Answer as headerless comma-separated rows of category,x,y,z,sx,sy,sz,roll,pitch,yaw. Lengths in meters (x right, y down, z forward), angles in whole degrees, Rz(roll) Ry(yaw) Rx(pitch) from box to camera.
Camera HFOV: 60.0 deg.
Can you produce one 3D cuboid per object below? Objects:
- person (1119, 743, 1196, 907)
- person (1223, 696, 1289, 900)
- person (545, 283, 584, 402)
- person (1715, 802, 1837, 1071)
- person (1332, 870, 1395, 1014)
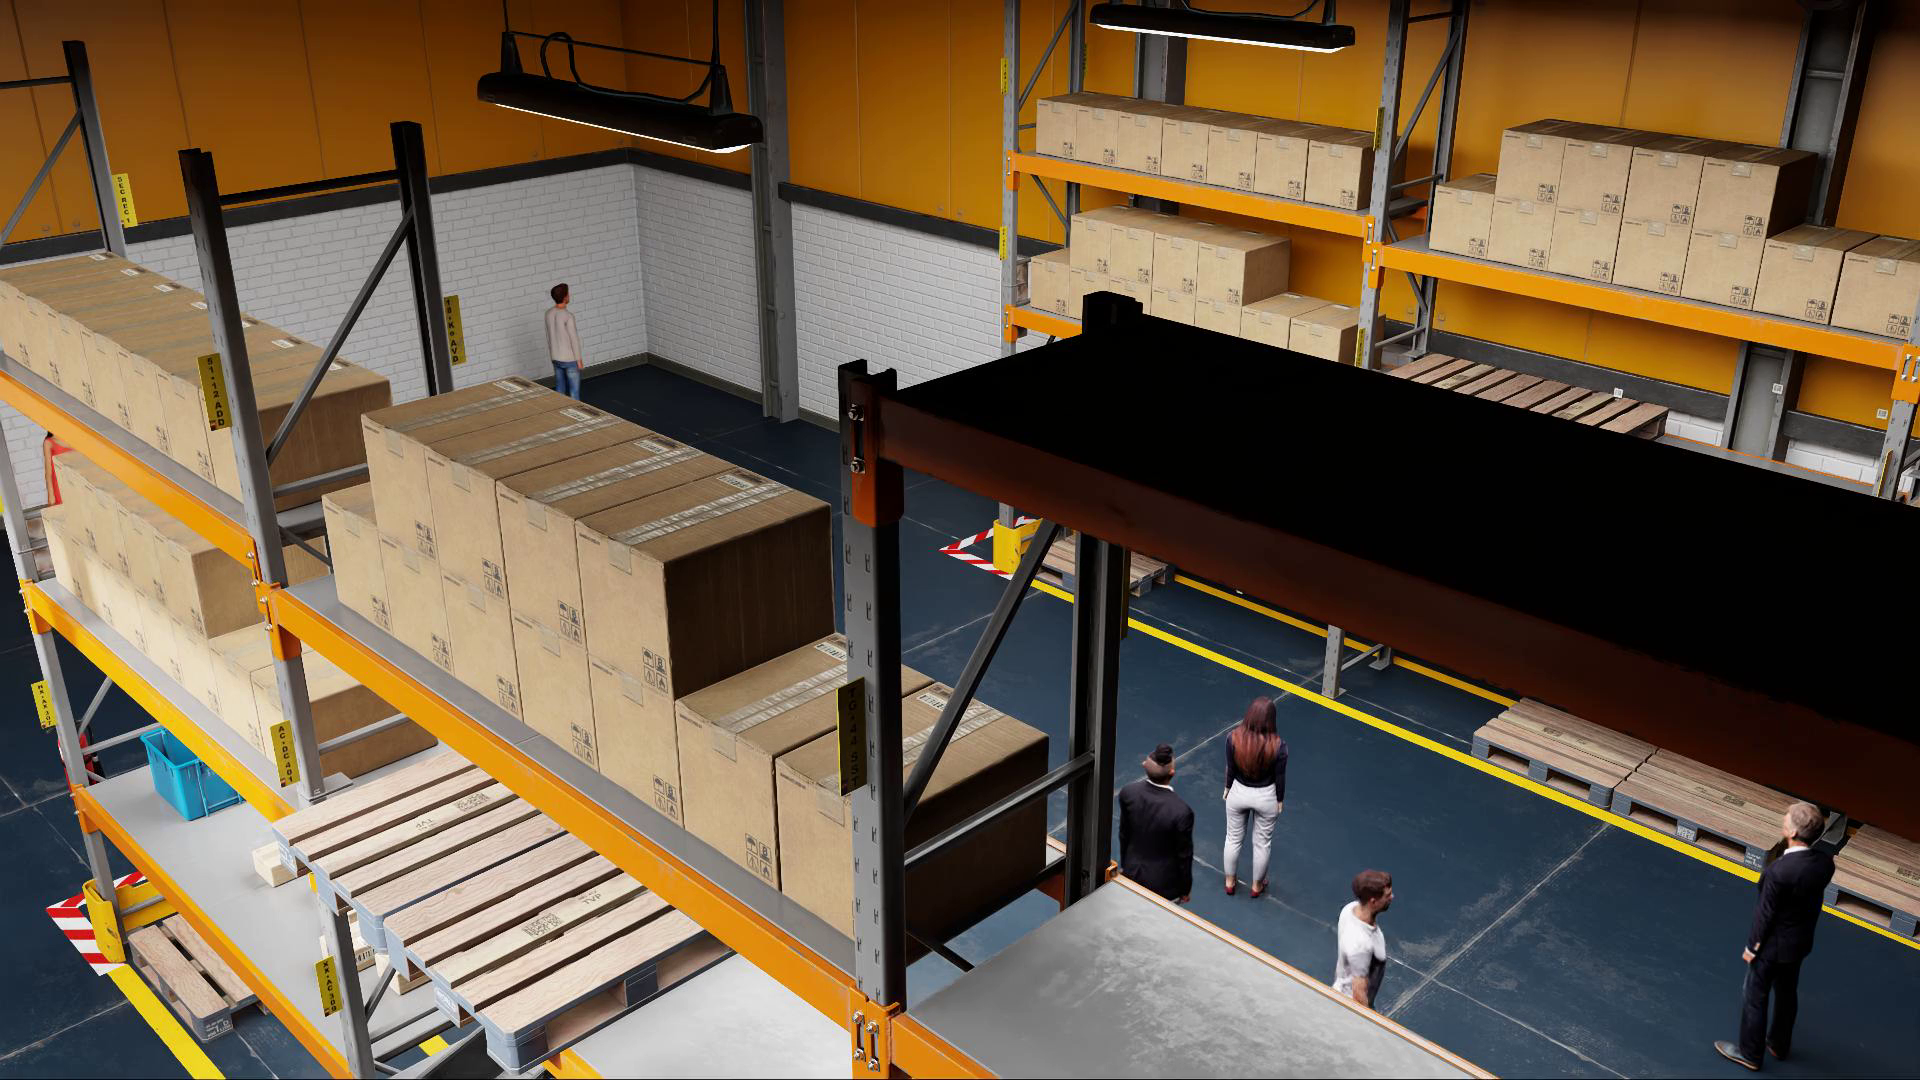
person,1.241,2.146,10.707,0.550,1.952,0.768,18,29,35
person,2.095,1.828,11.862,0.607,1.609,0.731,8,25,18
person,-4.961,-2.284,20.903,0.576,1.902,0.777,15,27,30
person,5.053,2.428,10.234,0.752,1.812,0.722,-10,25,-21
person,2.149,2.716,9.582,1.307,1.808,1.082,6,24,13
